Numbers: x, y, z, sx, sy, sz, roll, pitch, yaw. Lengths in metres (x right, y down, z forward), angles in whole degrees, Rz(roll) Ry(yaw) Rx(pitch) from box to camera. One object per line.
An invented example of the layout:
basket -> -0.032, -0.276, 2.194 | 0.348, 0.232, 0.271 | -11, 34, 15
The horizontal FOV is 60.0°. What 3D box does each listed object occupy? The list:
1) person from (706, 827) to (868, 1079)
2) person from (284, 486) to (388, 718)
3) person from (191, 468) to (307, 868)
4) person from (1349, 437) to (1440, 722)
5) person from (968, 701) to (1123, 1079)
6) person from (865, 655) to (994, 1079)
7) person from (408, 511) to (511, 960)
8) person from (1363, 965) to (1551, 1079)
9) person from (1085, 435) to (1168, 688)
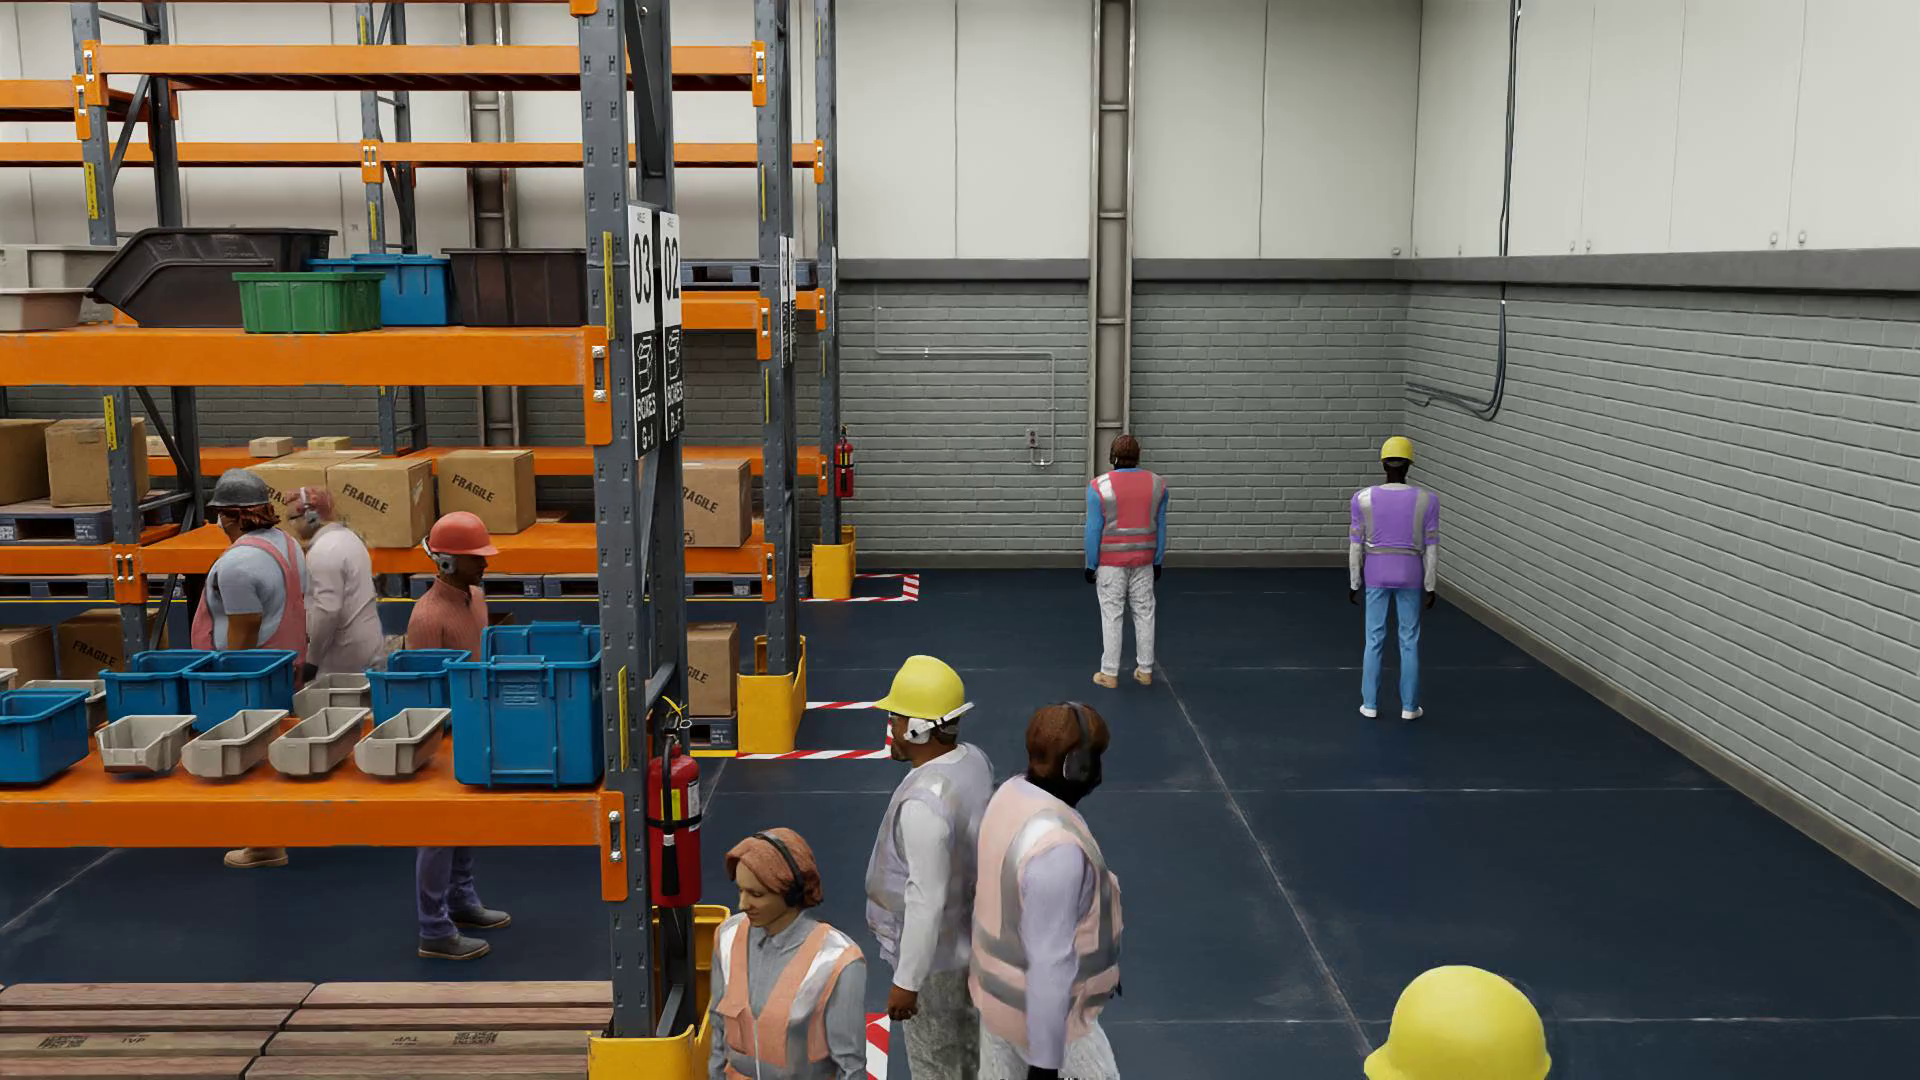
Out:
person -> -0.440, 1.527, 4.313 | 0.528, 1.630, 0.320 | 7, 11, 35
person -> -3.490, 0.619, 9.282 | 0.971, 1.828, 0.655 | 0, 9, -3
person -> -3.630, 0.641, 8.497 | 0.536, 2.000, 0.688 | 0, 9, 2
person -> 2.908, 0.265, 11.175 | 0.585, 1.918, 0.379 | 3, 10, 17
person -> 0.365, 1.351, 4.852 | 0.870, 1.797, 0.639 | -2, 10, -14
person -> -0.100, 1.266, 5.296 | 0.403, 1.835, 0.586 | 3, 10, 16
person -> -2.207, 0.855, 7.375 | 0.414, 1.985, 0.611 | 1, 9, 5
person -> 0.880, 1.635, 2.804 | 0.440, 1.907, 0.606 | 7, 11, 35
person -> 1.188, 0.155, 12.084 | 0.624, 1.844, 0.430 | -3, 10, -16
